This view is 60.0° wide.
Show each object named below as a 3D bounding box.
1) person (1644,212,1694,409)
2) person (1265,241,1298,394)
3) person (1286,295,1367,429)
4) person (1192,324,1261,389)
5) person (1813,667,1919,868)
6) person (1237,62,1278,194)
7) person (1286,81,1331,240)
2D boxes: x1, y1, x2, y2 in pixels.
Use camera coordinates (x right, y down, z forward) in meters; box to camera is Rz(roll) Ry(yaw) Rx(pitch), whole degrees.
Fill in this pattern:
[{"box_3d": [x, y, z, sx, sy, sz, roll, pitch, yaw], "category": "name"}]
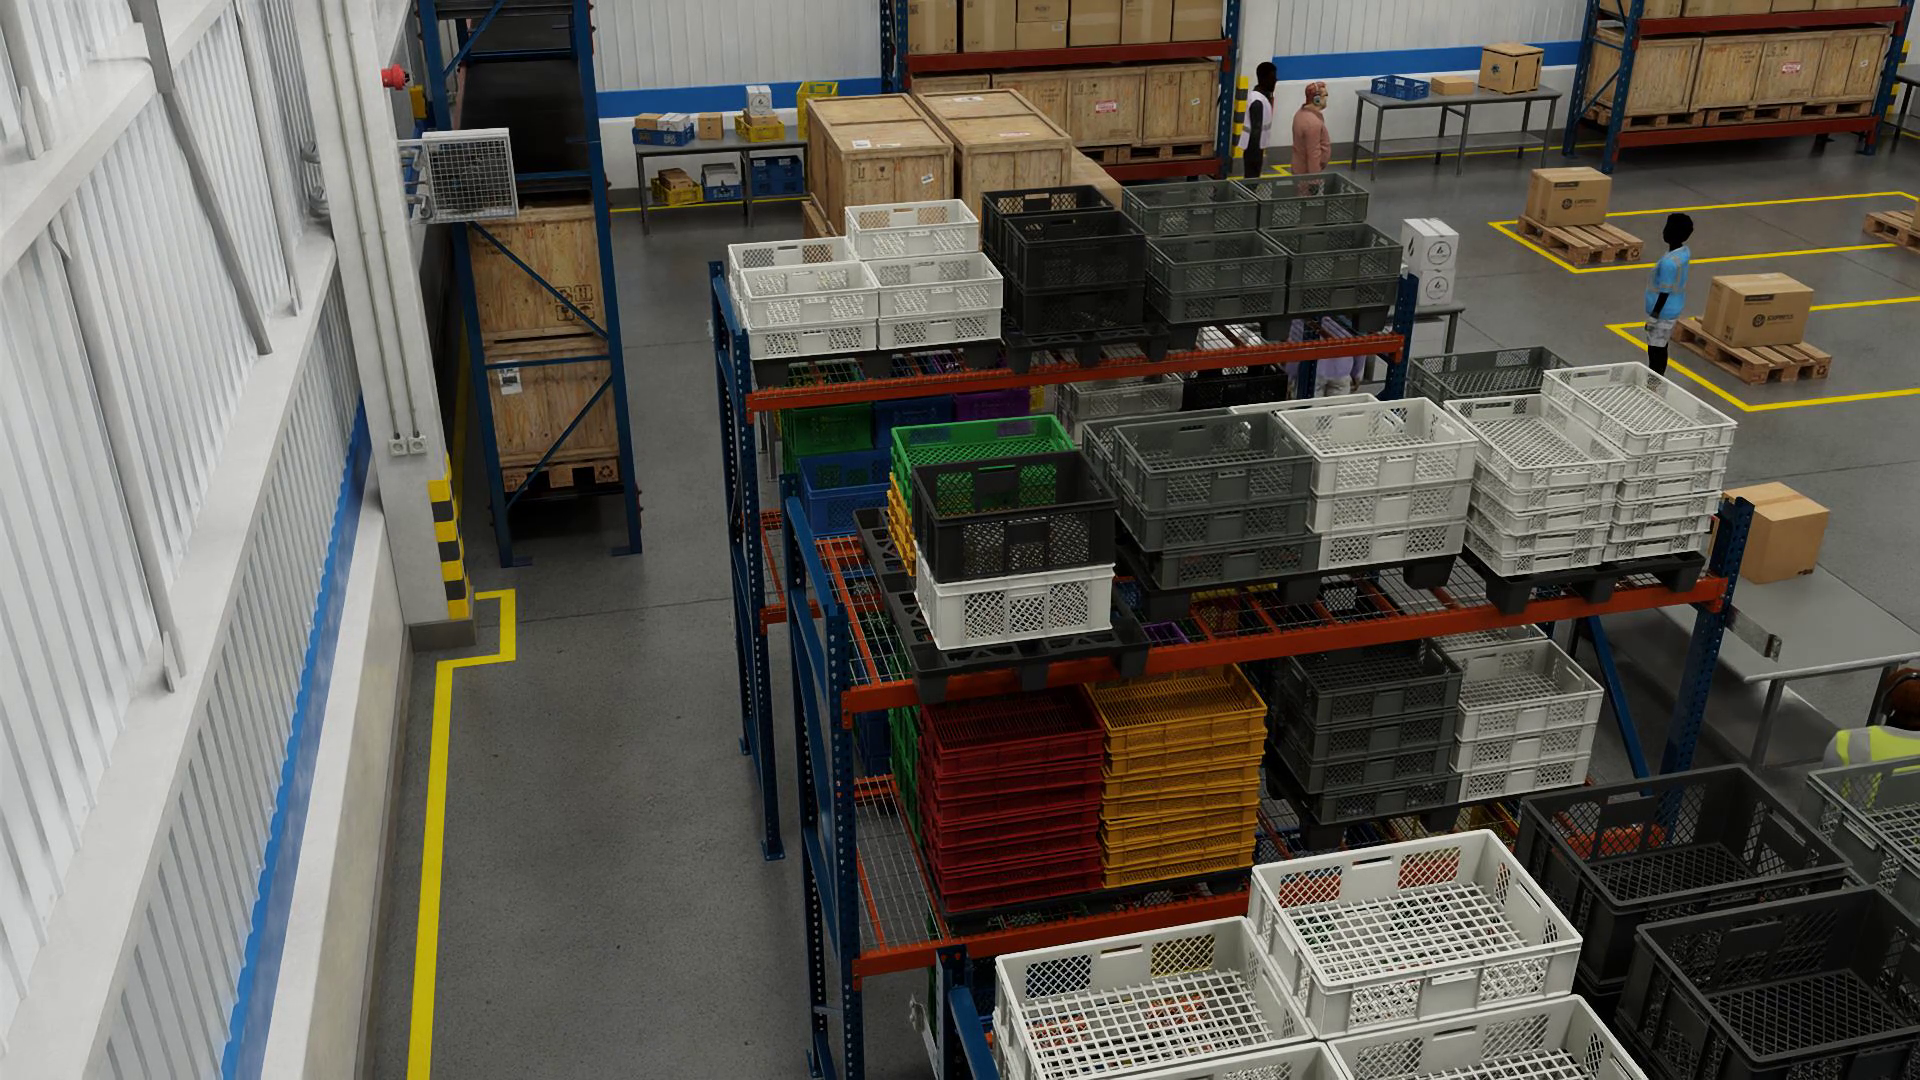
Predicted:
[{"box_3d": [6.002, -1.964, 14.224, 0.318, 1.697, 0.535, 16, 32, 28], "category": "person"}, {"box_3d": [2.565, -1.463, 13.104, 0.337, 1.866, 0.514, 5, 28, 10], "category": "person"}, {"box_3d": [2.760, -1.260, 12.639, 0.627, 1.935, 0.373, -2, 28, -4], "category": "person"}, {"box_3d": [1.935, -0.988, 12.190, 0.354, 1.875, 0.566, -24, 36, -38], "category": "person"}, {"box_3d": [4.192, 1.411, 7.682, 0.629, 1.836, 0.430, 5, 28, 10], "category": "person"}, {"box_3d": [3.286, -4.356, 18.531, 0.383, 1.914, 0.591, 6, 28, 11], "category": "person"}, {"box_3d": [3.715, -3.902, 17.674, 0.408, 1.913, 0.642, -2, 28, -3], "category": "person"}]
